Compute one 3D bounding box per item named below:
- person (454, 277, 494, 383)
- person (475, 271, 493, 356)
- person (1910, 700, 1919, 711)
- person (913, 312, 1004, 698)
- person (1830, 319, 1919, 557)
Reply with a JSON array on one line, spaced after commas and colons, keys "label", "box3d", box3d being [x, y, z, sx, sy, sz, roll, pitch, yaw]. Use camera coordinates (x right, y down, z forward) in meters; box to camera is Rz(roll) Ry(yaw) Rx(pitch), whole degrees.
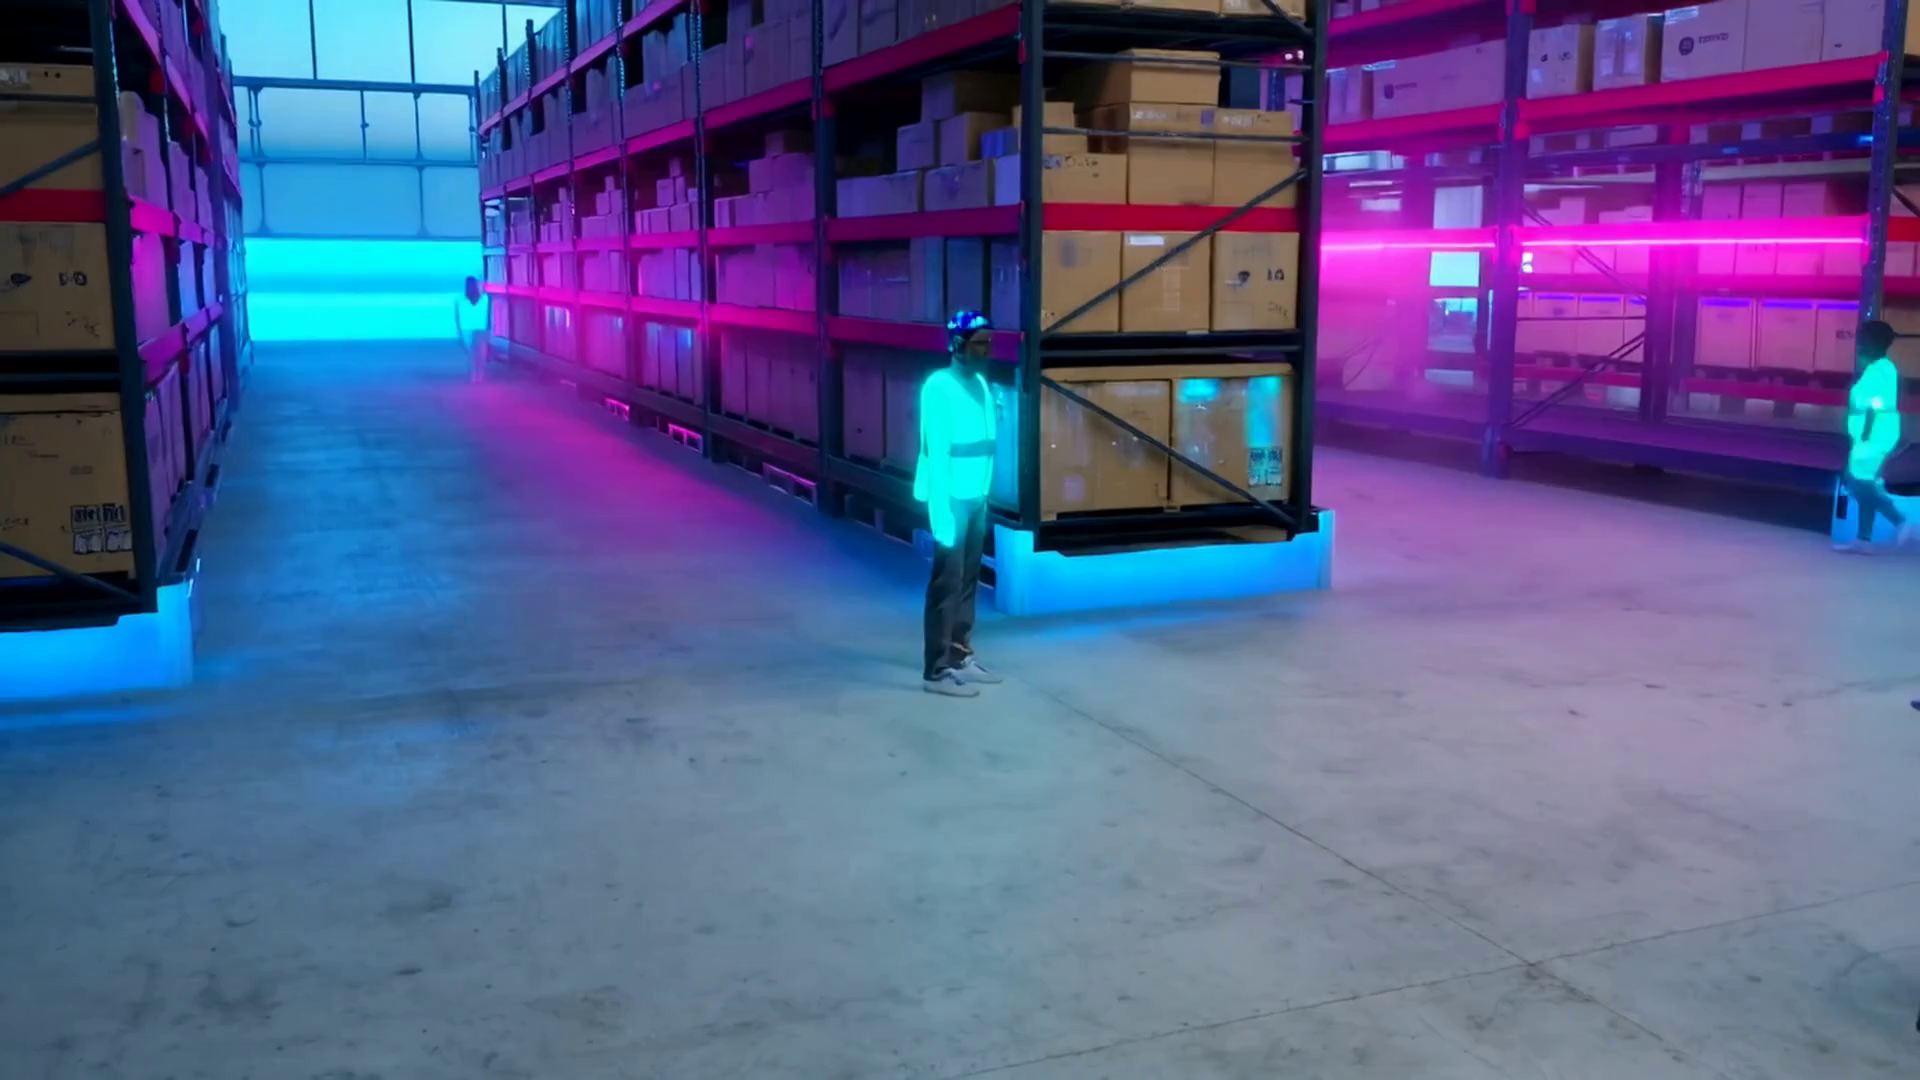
[{"label": "person", "box3d": [-8.370, -3.618, 28.701, 0.661, 1.816, 0.490, -4, 10, -22]}, {"label": "person", "box3d": [-10.454, -5.010, 36.678, 1.006, 1.959, 0.621, -3, 10, -16]}, {"label": "person", "box3d": [4.660, -0.134, 7.618, 0.401, 1.900, 0.647, 9, 13, 43]}, {"label": "person", "box3d": [-0.011, -0.174, 8.033, 0.397, 1.841, 0.564, 4, 10, 24]}, {"label": "person", "box3d": [6.414, -0.691, 11.580, 0.457, 1.677, 0.547, 6, 11, 34]}]
